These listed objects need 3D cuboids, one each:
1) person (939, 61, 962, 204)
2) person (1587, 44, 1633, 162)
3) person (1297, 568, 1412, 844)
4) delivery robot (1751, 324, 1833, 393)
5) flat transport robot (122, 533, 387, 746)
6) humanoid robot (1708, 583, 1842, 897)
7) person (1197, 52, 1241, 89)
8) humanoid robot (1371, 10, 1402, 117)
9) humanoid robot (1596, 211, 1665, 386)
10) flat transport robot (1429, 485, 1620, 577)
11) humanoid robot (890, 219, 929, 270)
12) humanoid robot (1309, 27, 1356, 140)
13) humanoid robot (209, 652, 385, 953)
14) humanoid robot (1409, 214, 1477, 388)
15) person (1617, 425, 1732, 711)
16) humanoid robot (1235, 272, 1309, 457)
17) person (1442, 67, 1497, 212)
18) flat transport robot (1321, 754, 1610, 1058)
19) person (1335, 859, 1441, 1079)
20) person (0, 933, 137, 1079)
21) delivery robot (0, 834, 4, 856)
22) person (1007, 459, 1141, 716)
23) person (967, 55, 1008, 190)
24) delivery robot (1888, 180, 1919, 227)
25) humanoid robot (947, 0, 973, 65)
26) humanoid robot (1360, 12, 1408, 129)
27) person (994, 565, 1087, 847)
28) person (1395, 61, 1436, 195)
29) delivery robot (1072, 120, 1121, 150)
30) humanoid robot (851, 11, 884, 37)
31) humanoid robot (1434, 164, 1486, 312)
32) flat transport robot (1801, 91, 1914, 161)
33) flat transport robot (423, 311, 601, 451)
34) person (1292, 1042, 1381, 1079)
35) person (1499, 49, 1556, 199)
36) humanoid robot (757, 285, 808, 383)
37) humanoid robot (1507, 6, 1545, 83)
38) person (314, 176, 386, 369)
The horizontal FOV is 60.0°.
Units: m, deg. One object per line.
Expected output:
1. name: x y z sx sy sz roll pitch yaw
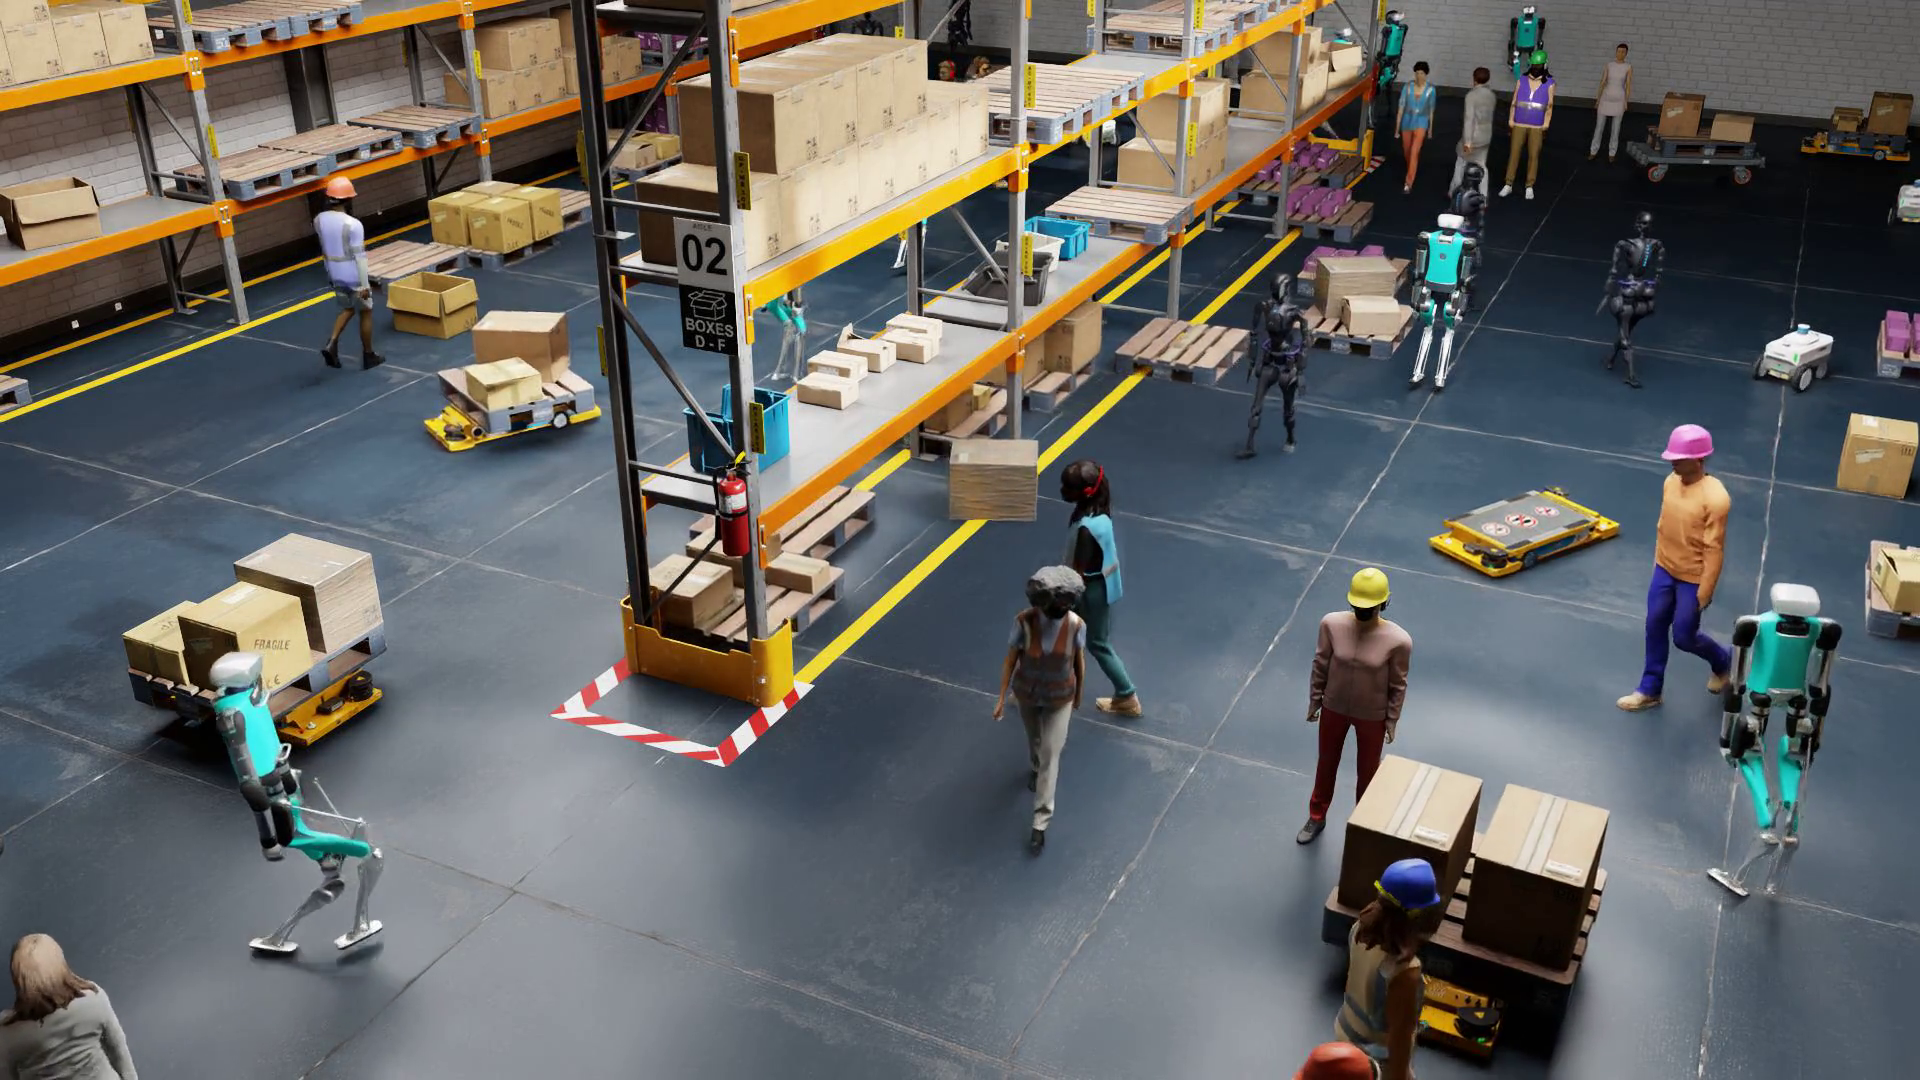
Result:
1. person: -0.140 -5.343 21.792 0.390 1.846 0.565 -23 34 -38
2. person: 9.366 -6.278 23.887 0.442 1.662 0.285 12 29 23
3. person: 2.176 0.945 9.181 0.524 1.768 0.308 12 29 23
4. delivery robot: 8.084 -1.785 16.054 0.774 0.587 0.499 -18 32 -33
5. flat transport robot: -4.555 0.952 10.855 1.431 0.231 0.659 12 29 23
6. humanoid robot: 4.328 1.157 8.803 0.540 1.790 0.743 3 26 5
7. person: 4.541 -8.693 28.521 0.791 1.878 0.650 16 30 29
8. humanoid robot: 6.822 -7.582 26.515 0.350 1.650 0.608 -4 27 -8
9. humanoid robot: 6.447 -2.332 15.959 0.589 1.622 0.757 -5 27 -10
10. flat transport robot: 4.398 -0.075 12.930 1.431 0.231 0.659 -16 30 -29
11. humanoid robot: -0.555 -3.898 18.847 0.533 1.677 0.735 12 29 23
12. humanoid robot: 5.436 -6.781 24.884 1.036 1.775 0.532 21 33 36
13. humanoid robot: -3.263 1.356 8.417 0.925 1.766 0.554 -5 27 -10
14. humanoid robot: 4.531 -2.286 15.587 0.533 1.681 0.735 12 29 23
15. person: 4.643 0.184 10.520 0.712 1.950 0.545 -10 28 -19
16. humanoid robot: 2.720 -1.481 14.217 0.594 1.644 0.645 20 33 34
17. person: 6.665 -5.225 21.623 0.548 1.778 0.887 -10 28 -20
18. flat transport robot: 2.585 2.063 8.611 0.659 0.231 1.431 14 29 26
19. person: 1.744 2.088 6.877 0.378 1.757 0.529 -7 27 -15
20. person: -3.512 2.283 6.625 0.800 1.628 0.491 20 33 35
21. delivery robot: -5.789 1.589 9.214 0.739 0.566 0.499 12 29 23
22. person: 0.772 0.312 10.403 0.860 1.827 0.552 -1 26 -2
23. person: 0.359 -5.544 22.237 0.840 1.806 0.509 12 29 23
24. delivery robot: 12.046 -4.226 21.013 0.499 0.614 0.814 12 29 23
25. humanoid robot: 0.019 -8.976 29.361 0.773 1.621 0.611 21 33 35
26. humanoid robot: 6.491 -7.337 25.963 0.532 1.796 0.794 -20 33 -35
27. person: 0.466 0.877 9.457 0.467 1.630 0.910 6 27 12
28. person: 6.146 -5.612 22.473 0.473 1.725 0.891 12 29 22
29. delivery robot: 2.025 -6.154 24.895 0.502 0.602 0.774 -15 30 -28
30. humanoid robot: -1.517 -7.943 27.288 0.610 1.621 0.790 -4 27 -9
31. humanoid robot: 5.309 -3.184 17.702 0.773 1.647 0.615 -11 28 -21
32. flat transport robot: 13.185 -5.791 24.475 1.431 0.231 0.659 12 29 23
33. flat transport robot: -4.058 -1.142 15.085 1.431 0.231 0.659 -18 31 -32
34. person: 1.332 2.488 6.123 0.703 1.704 0.579 20 33 35
35. person: 7.544 -5.515 22.046 0.533 1.931 0.409 12 29 23
36. humanoid robot: -1.642 -2.349 15.846 0.542 1.750 0.708 12 29 24
37. humanoid robot: 9.091 -7.752 26.816 0.553 1.740 1.060 9 28 17
38. person: -5.937 -2.528 16.025 0.550 1.916 0.594 10 28 19
